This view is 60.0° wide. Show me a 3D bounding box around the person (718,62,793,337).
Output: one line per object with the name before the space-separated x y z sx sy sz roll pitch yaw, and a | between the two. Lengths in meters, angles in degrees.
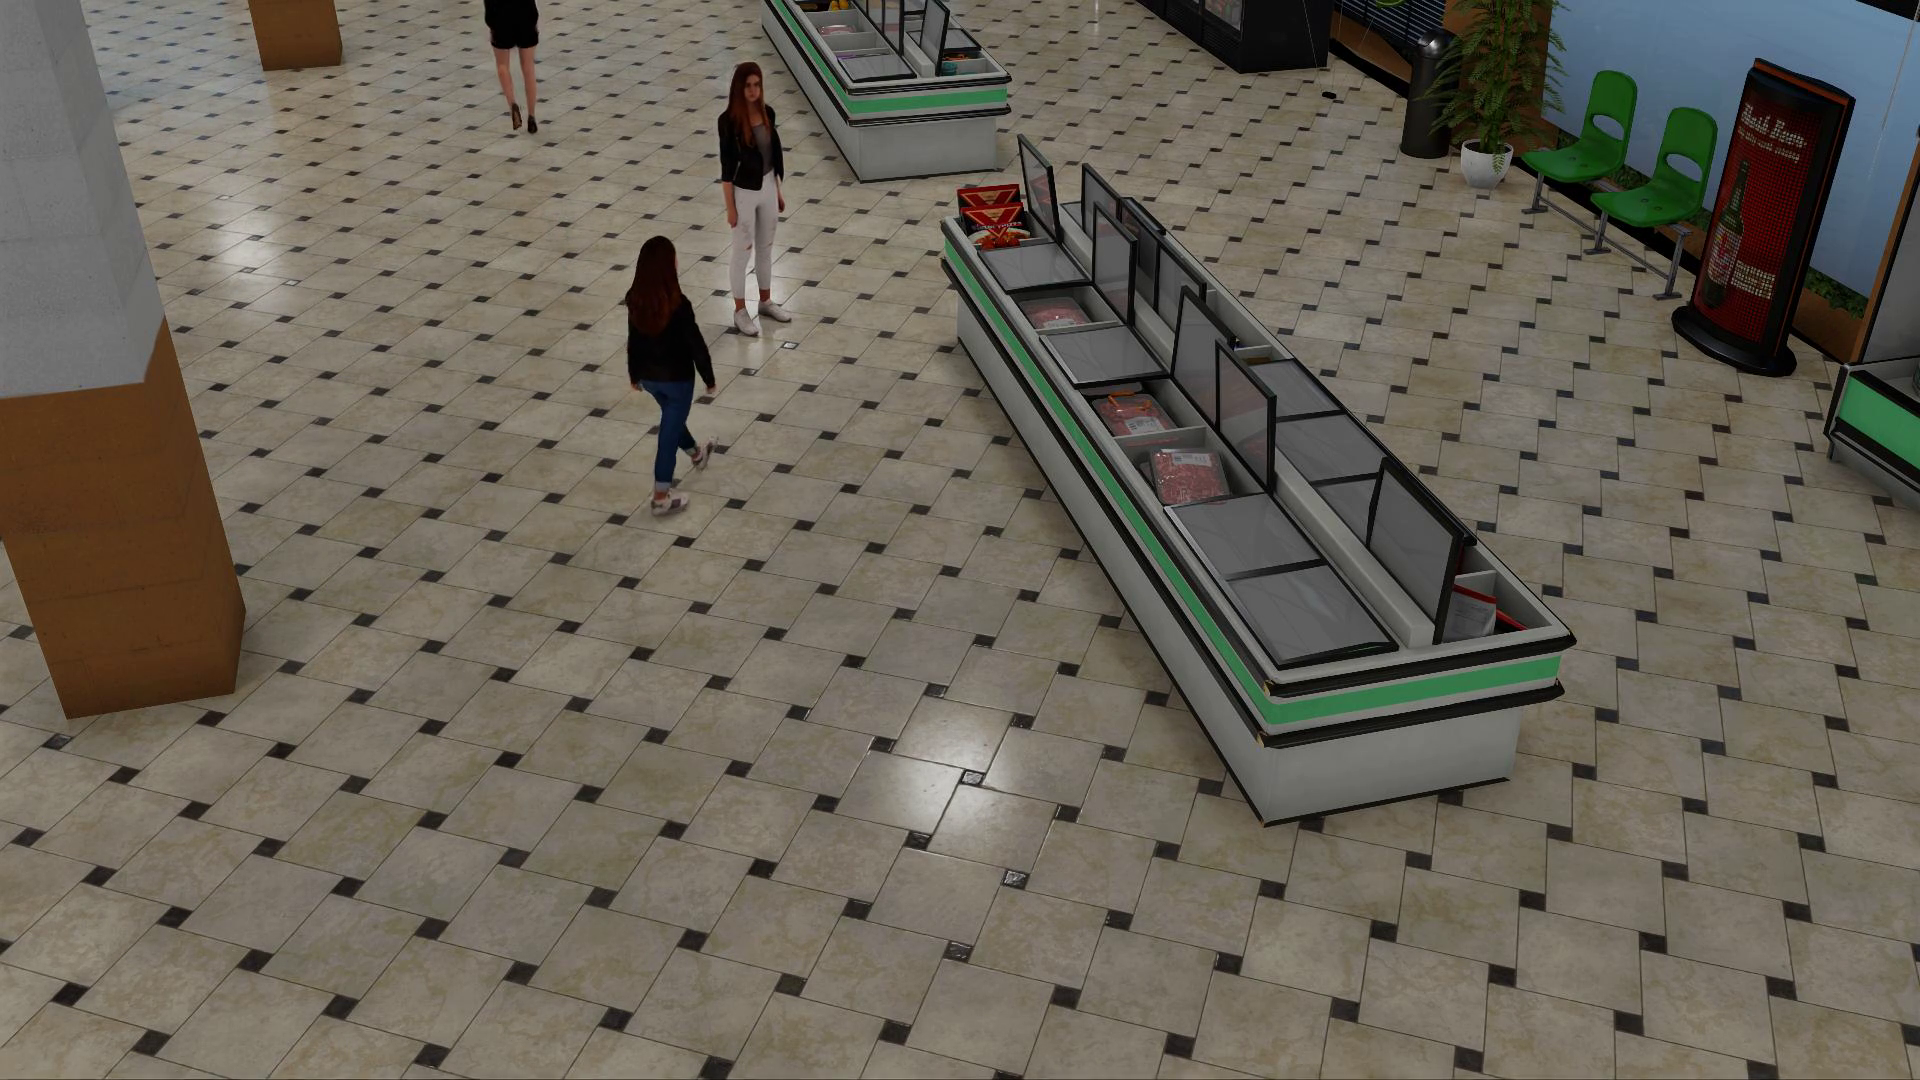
person | -1.301 -2.152 10.420 0.669 1.700 0.677 -28 41 -37

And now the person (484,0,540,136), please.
person | -3.634 -4.141 13.563 0.587 1.756 0.724 -9 33 -14

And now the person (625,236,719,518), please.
person | -1.535 -0.800 8.486 0.940 1.447 1.001 16 35 24
